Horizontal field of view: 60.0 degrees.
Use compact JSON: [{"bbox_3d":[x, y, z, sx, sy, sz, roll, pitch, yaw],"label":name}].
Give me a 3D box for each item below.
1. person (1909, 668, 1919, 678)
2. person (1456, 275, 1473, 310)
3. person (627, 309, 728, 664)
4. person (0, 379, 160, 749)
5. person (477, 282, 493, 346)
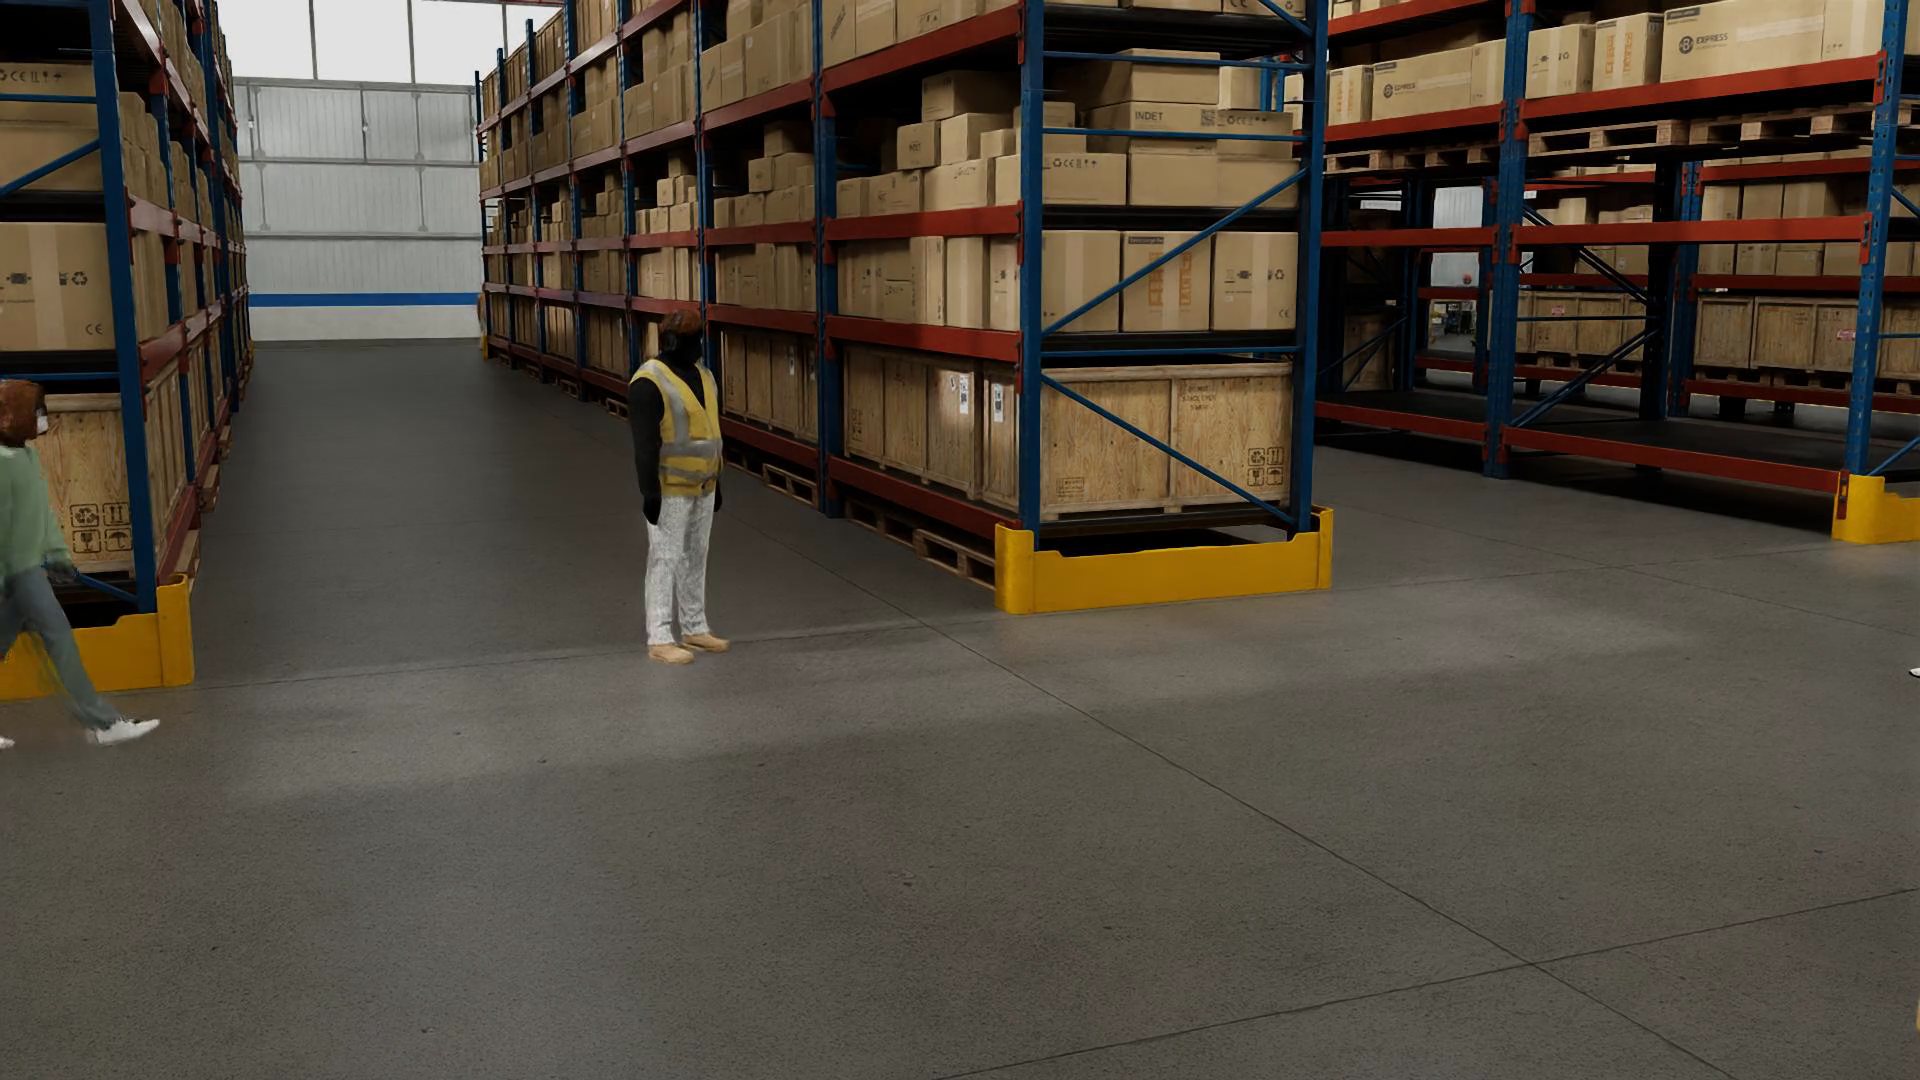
[{"bbox_3d":[4.988,-0.208,8.029,0.410,1.907,0.642,-2,10,-15],"label":"person"},{"bbox_3d":[15.213,-7.154,50.222,0.880,1.706,0.570,-4,10,-24],"label":"person"},{"bbox_3d":[-1.450,-0.277,8.671,0.431,1.836,0.619,5,10,25],"label":"person"},{"bbox_3d":[-3.926,0.112,7.035,0.850,1.580,0.518,-3,10,-16],"label":"person"},{"bbox_3d":[-11.102,-5.266,39.119,0.523,1.638,0.310,1,10,9],"label":"person"}]
